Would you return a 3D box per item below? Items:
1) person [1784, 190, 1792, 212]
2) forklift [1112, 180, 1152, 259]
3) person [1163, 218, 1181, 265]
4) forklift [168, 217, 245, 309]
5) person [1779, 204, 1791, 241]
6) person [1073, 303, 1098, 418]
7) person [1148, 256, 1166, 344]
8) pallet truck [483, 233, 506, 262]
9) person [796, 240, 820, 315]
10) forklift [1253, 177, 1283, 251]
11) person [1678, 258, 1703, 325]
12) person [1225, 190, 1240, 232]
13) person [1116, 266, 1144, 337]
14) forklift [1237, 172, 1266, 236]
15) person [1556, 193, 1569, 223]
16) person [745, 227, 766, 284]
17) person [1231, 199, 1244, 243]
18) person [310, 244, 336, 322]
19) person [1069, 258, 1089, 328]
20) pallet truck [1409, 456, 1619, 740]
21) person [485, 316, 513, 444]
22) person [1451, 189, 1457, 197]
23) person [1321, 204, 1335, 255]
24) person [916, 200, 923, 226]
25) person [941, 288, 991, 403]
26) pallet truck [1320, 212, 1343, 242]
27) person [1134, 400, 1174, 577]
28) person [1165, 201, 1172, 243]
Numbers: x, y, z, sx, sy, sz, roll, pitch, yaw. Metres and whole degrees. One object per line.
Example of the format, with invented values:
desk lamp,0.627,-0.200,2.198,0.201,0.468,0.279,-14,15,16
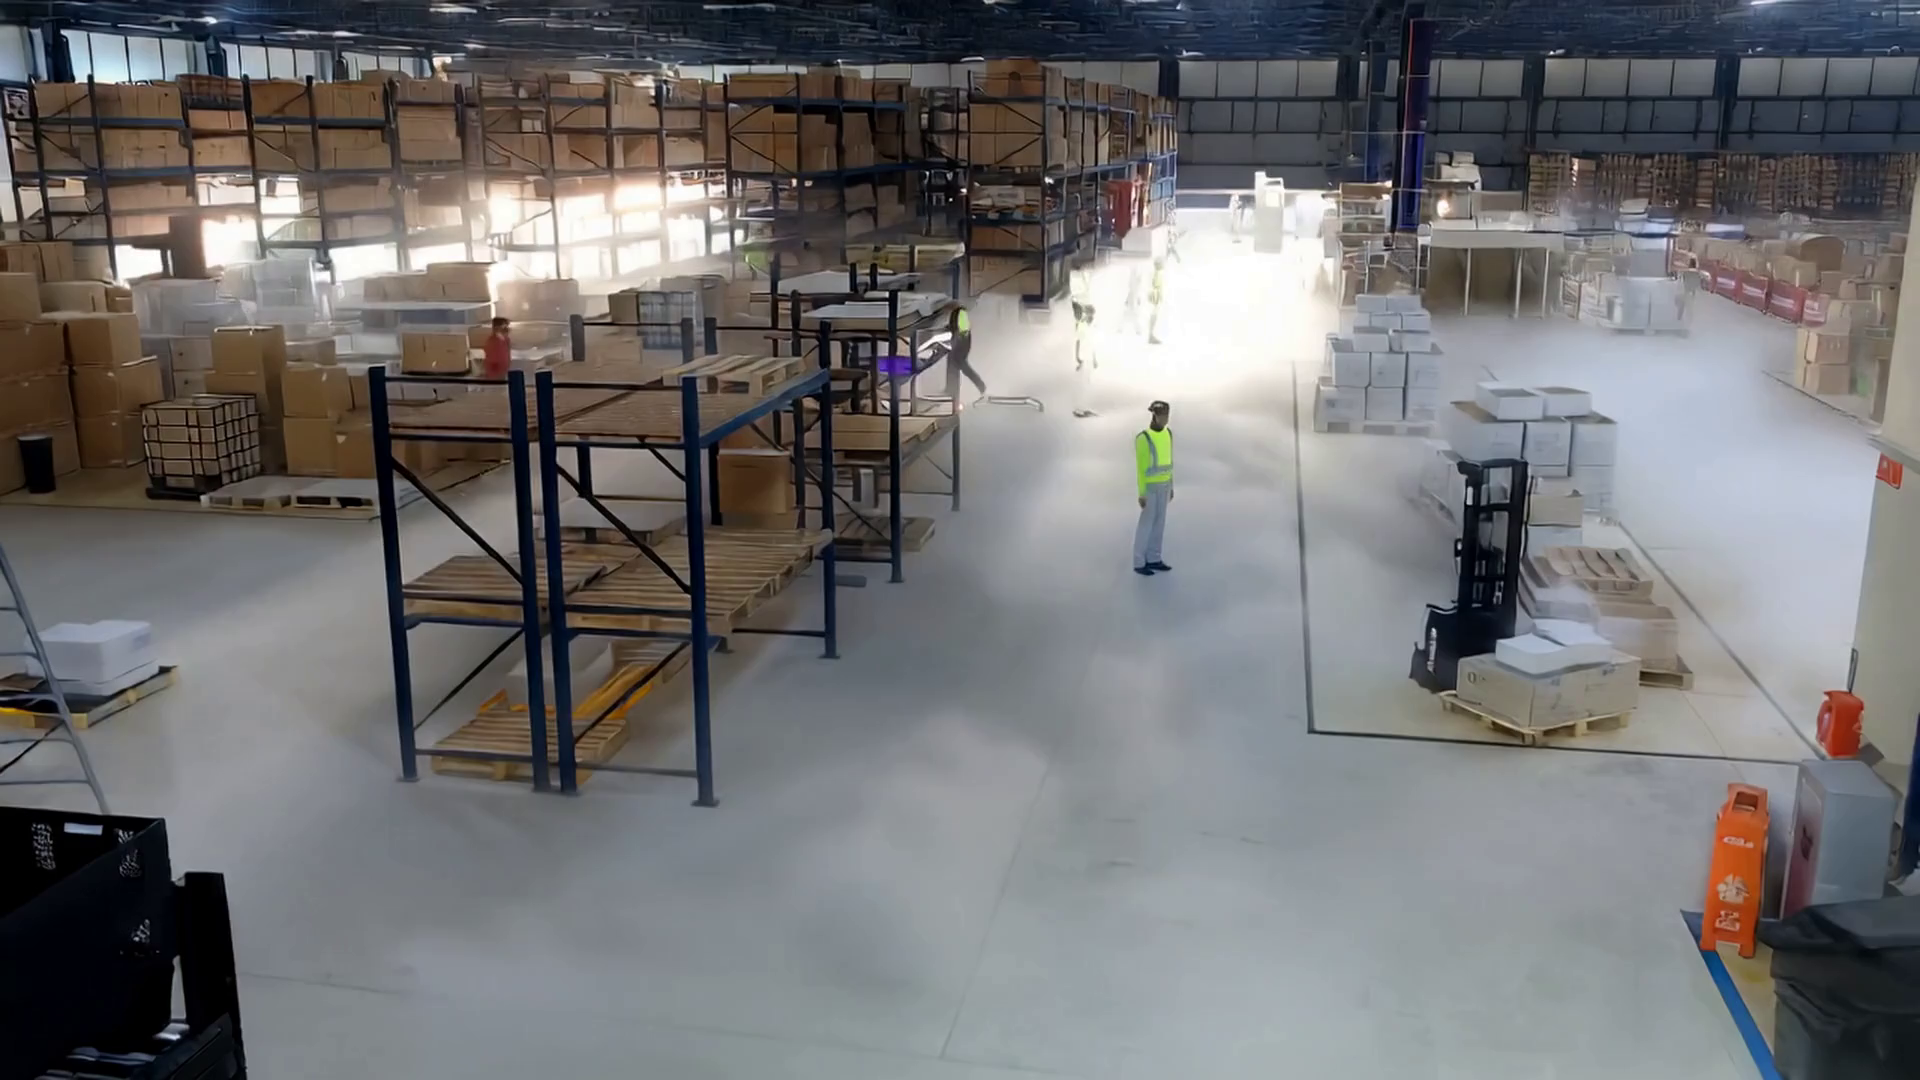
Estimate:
person,40.115,-16.062,80.546,0.389,1.846,0.565,0,14,0
forklift,6.082,-11.722,60.796,1.873,2.768,1.129,2,14,9
person,7.364,-10.409,58.015,0.837,1.652,0.530,-3,14,-10
forklift,-16.153,-5.339,34.880,1.873,2.768,1.129,-11,18,-39
person,32.744,-12.420,65.922,0.307,1.770,0.525,-2,14,-7
person,2.071,-2.939,27.215,0.319,1.870,0.521,12,19,41
person,4.327,-5.279,36.577,0.373,1.935,0.552,2,14,9
pallet truck,-11.832,-7.026,43.548,1.885,1.965,0.823,8,16,28
person,-3.746,-6.393,41.014,0.610,1.985,0.409,-5,15,-20
forklift,12.083,-12.747,64.956,1.129,2.768,1.873,3,14,10
person,17.642,-6.016,40.230,0.509,1.618,0.420,2,14,9
person,12.722,-15.249,77.041,1.015,1.951,0.636,-6,15,-21
person,3.910,-5.481,38.086,0.823,1.605,0.523,12,18,39
forklift,13.201,-14.813,73.347,1.873,2.768,1.129,5,15,19
person,26.965,-14.554,74.318,0.646,1.904,0.821,-7,15,-25
person,-6.053,-8.424,49.626,0.640,1.805,0.859,3,14,12
person,11.614,-13.371,69.684,0.403,1.822,0.591,-7,16,-27
person,-15.590,-6.295,40.769,0.589,1.911,0.393,-7,16,-27
person,2.872,-5.921,39.740,0.562,1.652,0.666,8,16,29
pallet truck,4.504,0.400,13.395,0.823,1.965,1.885,-6,15,-23
person,-6.806,-2.371,24.803,0.446,1.918,0.632,3,14,14
person,24.054,-16.224,81.281,0.460,1.808,0.603,2,14,7
person,13.796,-11.649,62.476,0.401,1.919,0.563,-11,18,-38
person,-2.004,-16.503,82.146,0.543,1.939,0.360,-4,14,-15
person,0.065,-3.386,28.678,0.869,2.000,0.688,1,14,4
pallet truck,15.874,-13.227,70.310,0.680,1.201,1.601,10,17,35
person,2.045,-0.545,17.493,0.350,1.878,0.568,11,18,38
person,8.680,-13.235,69.240,0.329,1.765,0.526,5,15,20
